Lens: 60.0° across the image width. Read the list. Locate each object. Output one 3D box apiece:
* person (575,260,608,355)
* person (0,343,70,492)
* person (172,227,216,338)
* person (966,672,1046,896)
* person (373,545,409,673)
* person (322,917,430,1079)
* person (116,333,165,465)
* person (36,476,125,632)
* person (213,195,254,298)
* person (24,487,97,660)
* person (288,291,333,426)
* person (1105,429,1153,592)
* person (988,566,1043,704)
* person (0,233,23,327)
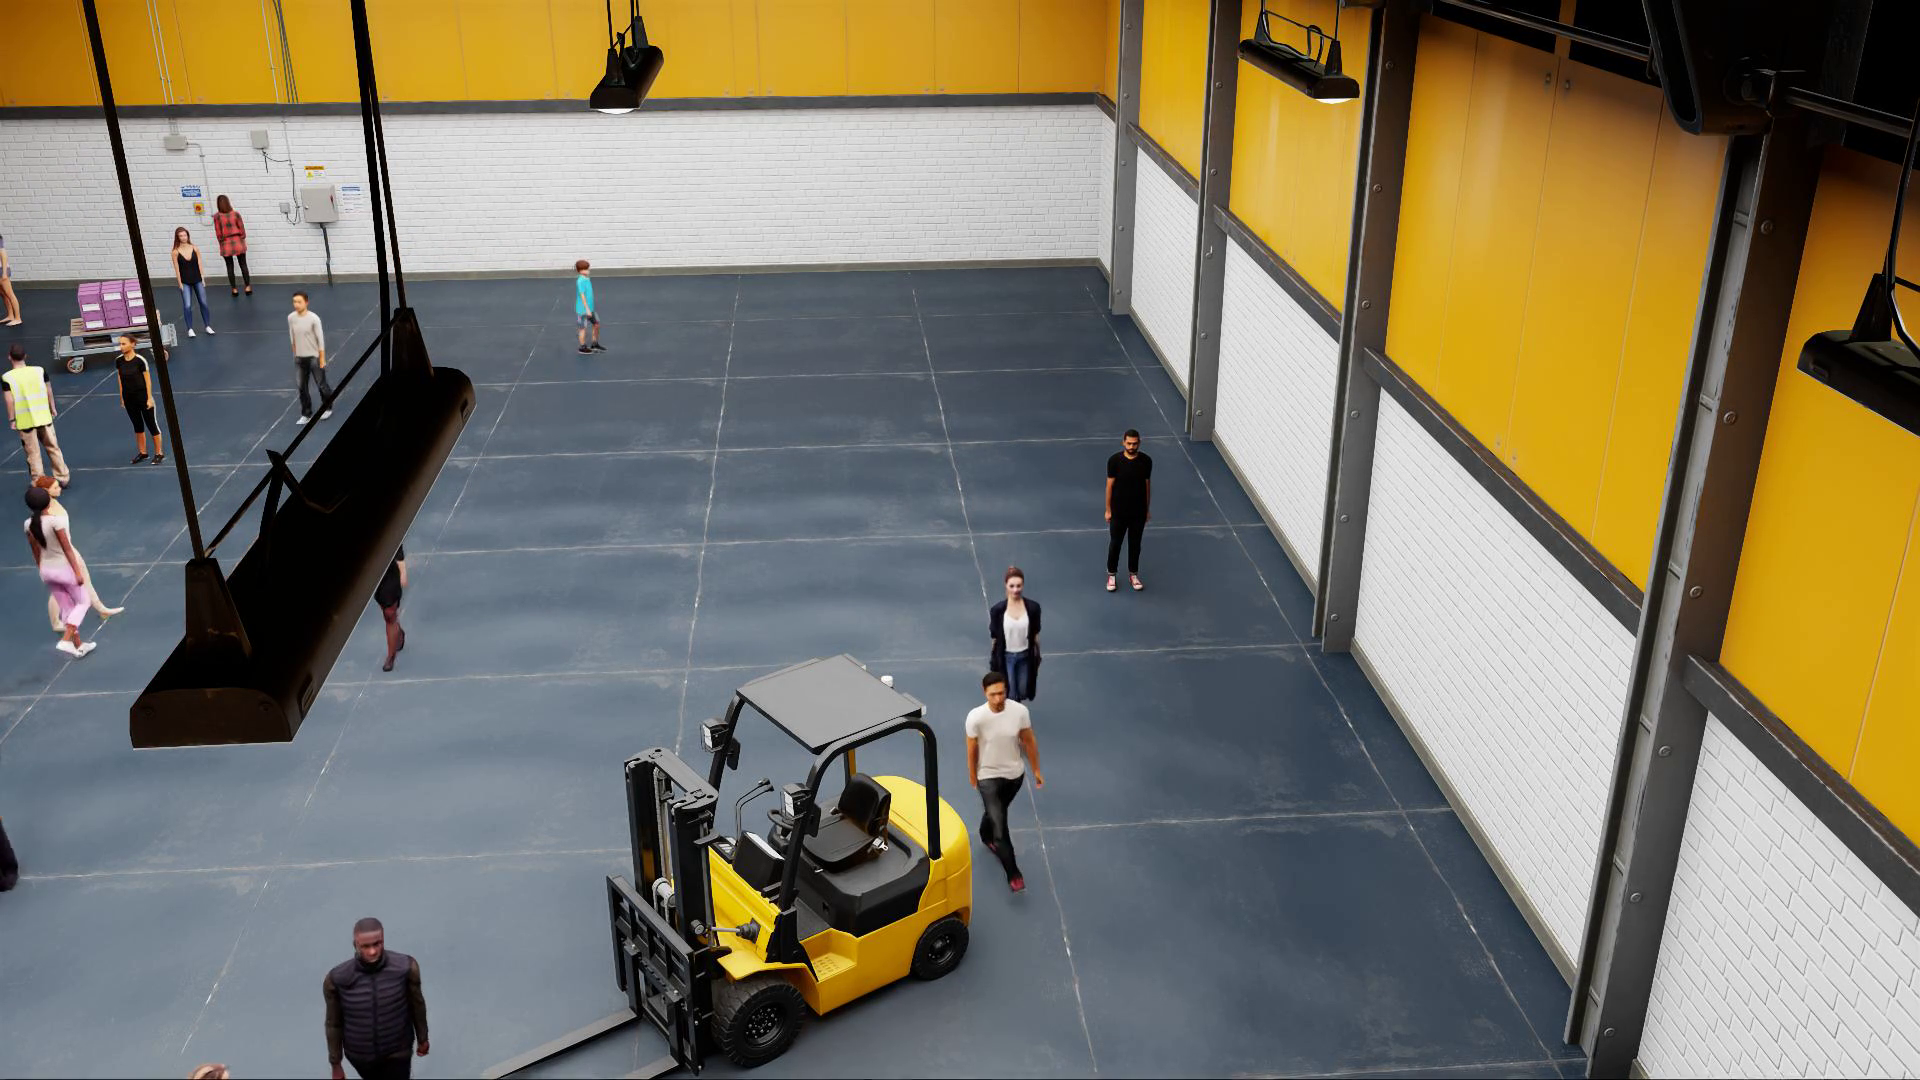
[{"bbox_3d":[-5.681,-3.491,24.942,0.696,1.434,0.647,8,25,17],"label":"person"},{"bbox_3d":[-11.015,-1.442,19.744,0.908,1.844,0.845,18,29,35],"label":"person"},{"bbox_3d":[-11.921,-4.017,25.787,0.652,1.722,0.680,-18,29,-35],"label":"person"},{"bbox_3d":[0.268,1.734,12.604,0.943,1.743,1.243,-12,26,-25],"label":"person"},{"bbox_3d":[-5.480,0.358,15.846,0.661,1.668,1.048,0,24,1],"label":"person"},{"bbox_3d":[-3.396,2.949,9.767,0.820,1.790,1.213,-5,24,-12],"label":"person"},{"bbox_3d":[-10.236,-1.775,20.724,0.633,1.669,0.606,4,24,9],"label":"person"},{"bbox_3d":[-8.942,0.156,16.369,0.745,1.620,0.866,-7,25,-17],"label":"person"},{"bbox_3d":[-12.238,-4.959,27.970,0.672,1.700,0.646,-9,25,-20],"label":"person"},{"bbox_3d":[-8.603,0.369,15.758,0.761,1.718,0.833,7,25,16],"label":"person"},{"bbox_3d":[-8.613,-2.467,22.153,0.821,1.793,1.010,4,24,9],"label":"person"},{"bbox_3d":[1.750,-0.327,17.303,0.626,1.756,0.527,-3,24,-6],"label":"person"},{"bbox_3d":[0.465,0.994,14.390,0.622,1.669,0.932,-1,24,-3],"label":"person"},{"bbox_3d":[-15.222,-4.281,26.376,0.653,1.734,0.711,18,30,36],"label":"person"}]
